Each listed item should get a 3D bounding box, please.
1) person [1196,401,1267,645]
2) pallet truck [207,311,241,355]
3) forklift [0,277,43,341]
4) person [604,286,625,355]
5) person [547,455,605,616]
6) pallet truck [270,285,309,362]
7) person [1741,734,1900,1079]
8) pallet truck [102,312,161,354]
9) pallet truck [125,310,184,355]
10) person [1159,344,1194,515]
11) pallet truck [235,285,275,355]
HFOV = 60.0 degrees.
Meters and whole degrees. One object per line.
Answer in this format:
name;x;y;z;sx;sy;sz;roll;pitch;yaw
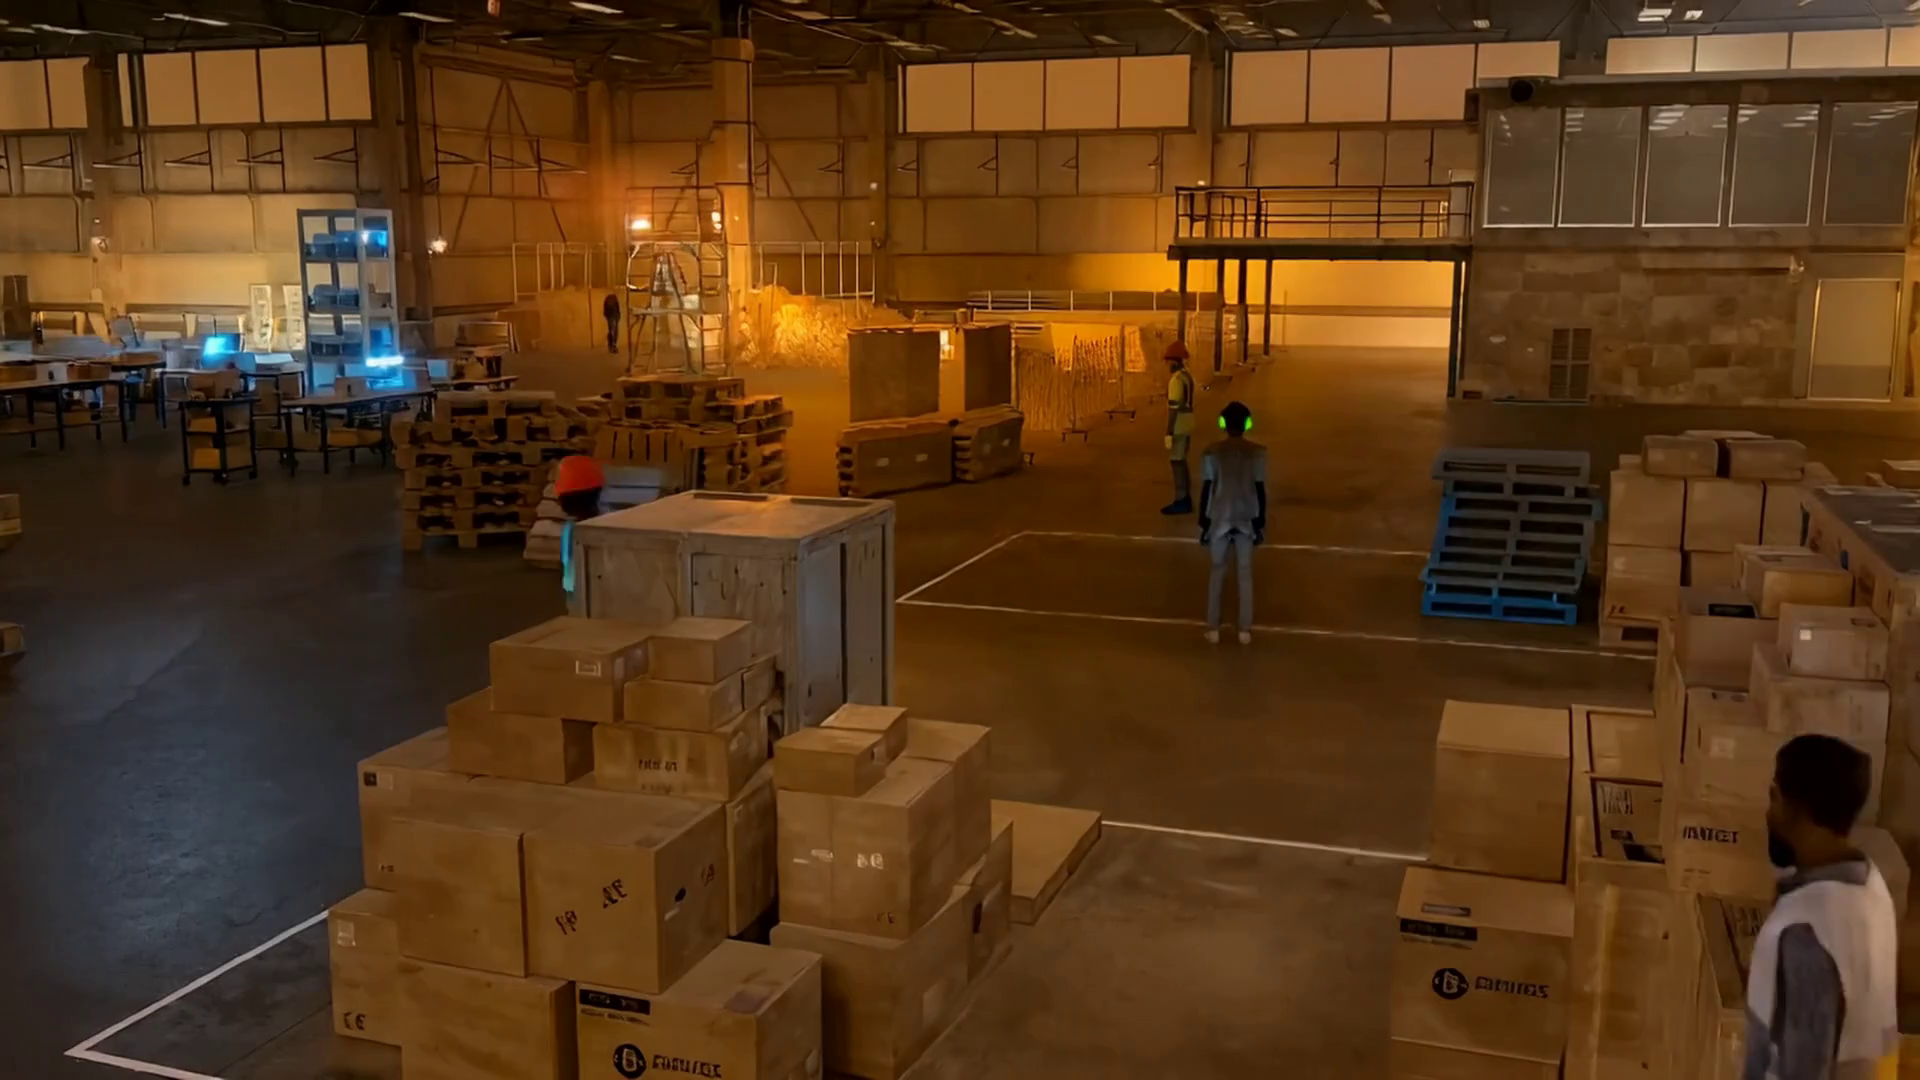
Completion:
person;2.065;-0.126;12.668;0.522;1.861;0.317;1;10;5
pallet truck;-19.537;-5.575;44.913;0.653;1.274;1.630;3;11;19
forklift;-27.151;-6.329;46.328;1.157;1.987;2.680;3;11;17
person;-9.542;-6.050;45.912;0.407;1.902;0.639;-9;13;-40
person;-1.931;0.477;9.088;0.695;1.922;0.545;-9;13;-40
pallet truck;-17.147;-5.700;43.663;0.823;1.965;1.885;3;11;17
person;2.050;1.406;3.954;0.490;1.887;0.595;7;12;36
pallet truck;-23.057;-5.777;46.261;0.680;1.201;1.601;3;11;19
pallet truck;-22.038;-5.665;45.457;0.704;1.261;1.522;3;11;17
person;2.438;-1.243;18.775;0.391;1.930;0.539;4;11;23
pallet truck;-18.327;-5.835;44.421;0.823;1.965;1.885;4;11;23
